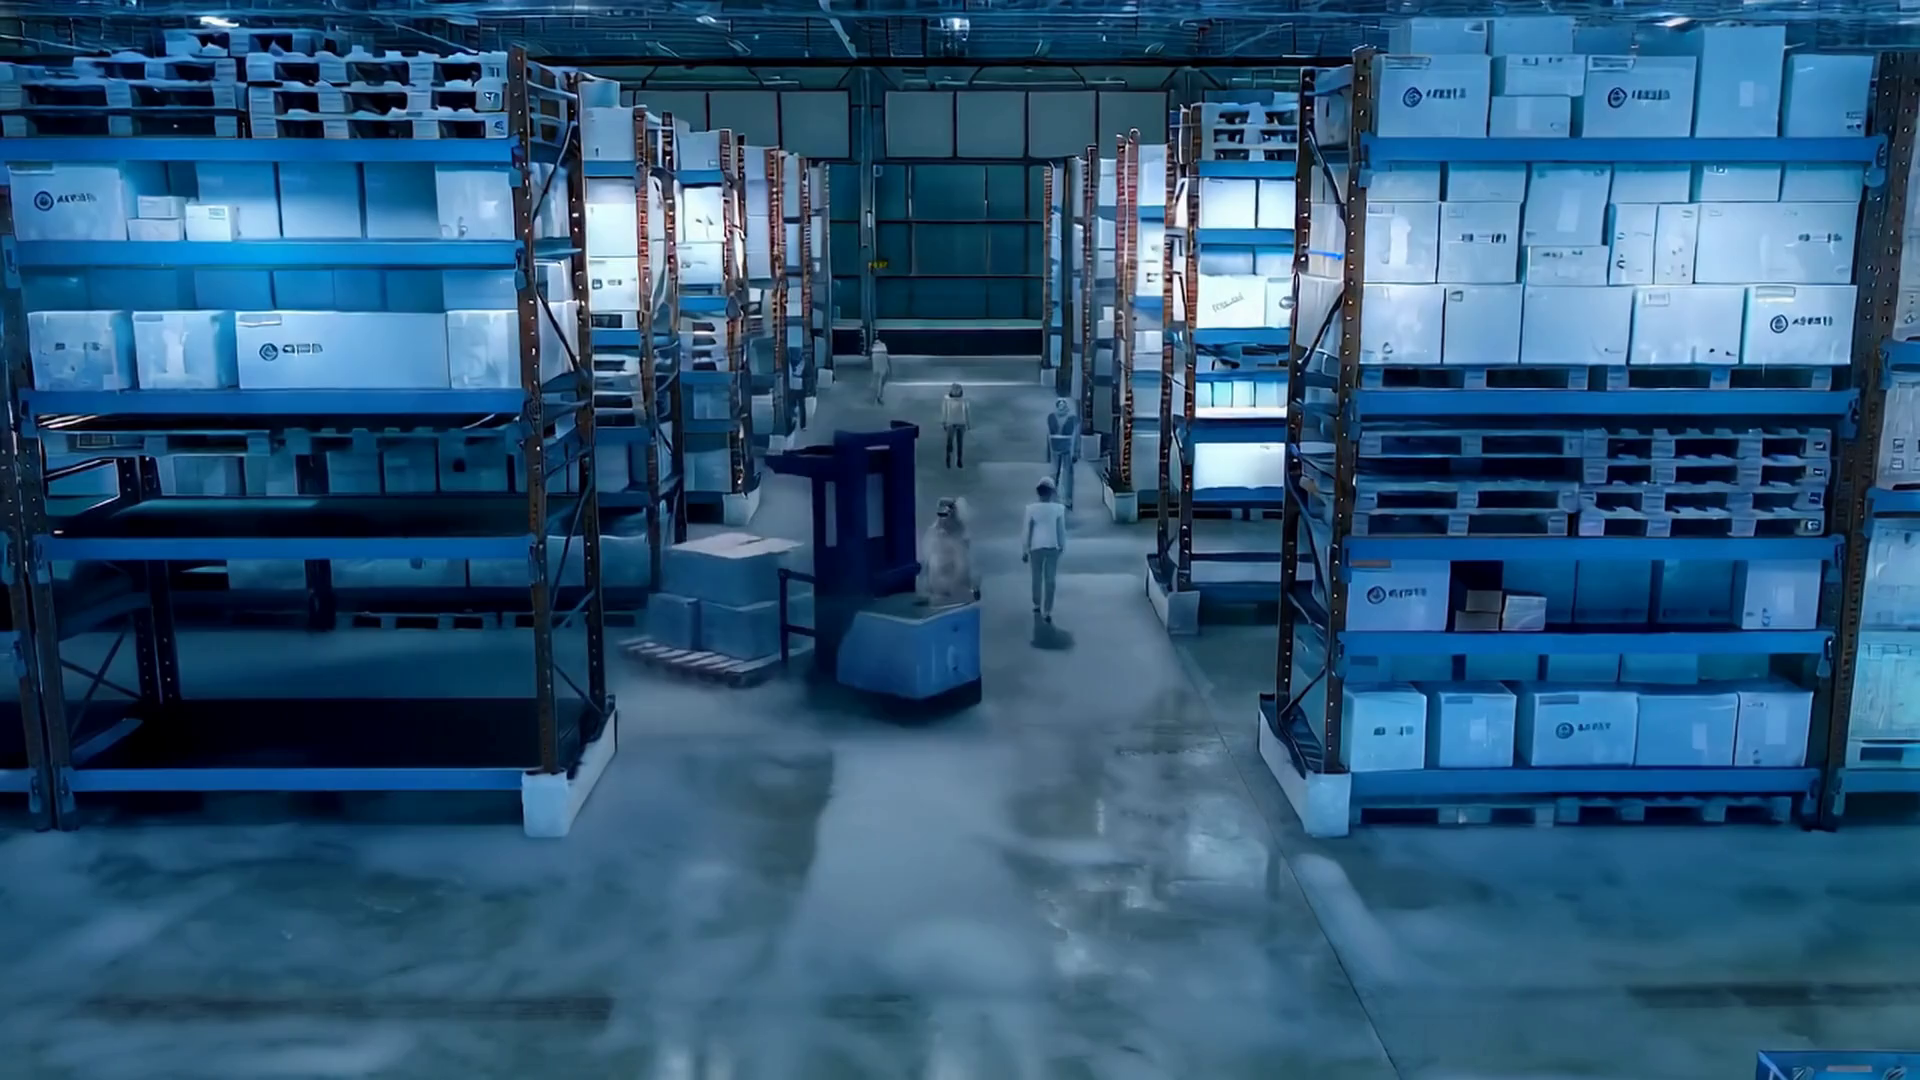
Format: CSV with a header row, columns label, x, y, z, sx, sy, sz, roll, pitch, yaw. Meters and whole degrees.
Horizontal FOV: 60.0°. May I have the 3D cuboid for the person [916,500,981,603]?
label,x,y,z,sx,sy,sz,roll,pitch,yaw
person,-0.161,0.497,17.796,0.677,1.853,0.985,6,13,26

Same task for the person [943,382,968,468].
label,x,y,z,sx,sy,sz,roll,pitch,yaw
person,-0.082,-2.190,31.656,0.499,1.634,0.288,-3,12,-16

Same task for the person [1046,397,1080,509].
label,x,y,z,sx,sy,sz,roll,pitch,yaw
person,1.697,-1.435,27.401,0.565,1.840,0.390,5,12,22

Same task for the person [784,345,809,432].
label,x,y,z,sx,sy,sz,roll,pitch,yaw
person,-3.597,-3.328,36.589,0.591,1.919,0.390,4,12,19

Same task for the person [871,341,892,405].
label,x,y,z,sx,sy,sz,roll,pitch,yaw
person,-1.969,-4.171,41.580,0.516,1.591,0.856,0,11,1

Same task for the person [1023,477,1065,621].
label,x,y,z,sx,sy,sz,roll,pitch,yaw
person,1.018,0.093,20.148,0.513,1.711,0.939,1,11,3

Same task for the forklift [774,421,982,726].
label,x,y,z,sx,sy,sz,roll,pitch,yaw
forklift,-0.799,0.250,16.459,1.873,2.768,1.129,9,14,37
